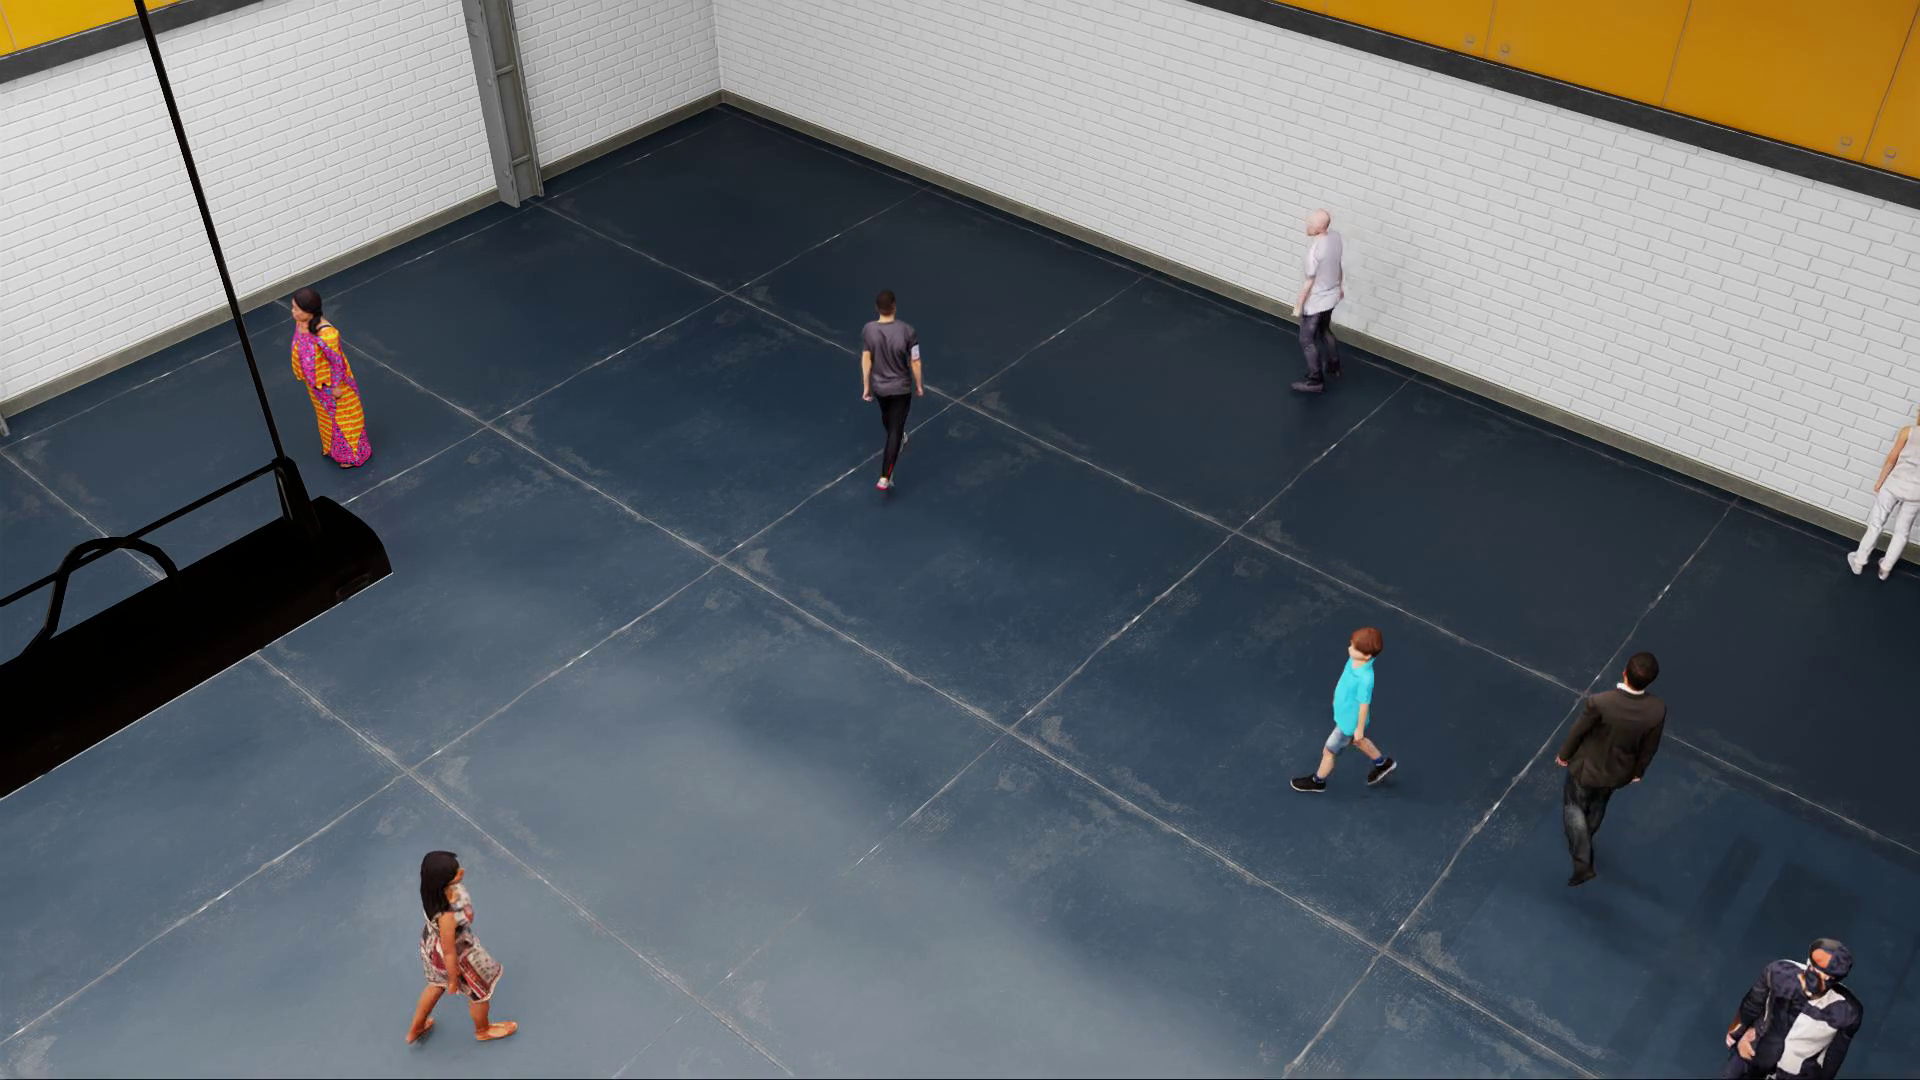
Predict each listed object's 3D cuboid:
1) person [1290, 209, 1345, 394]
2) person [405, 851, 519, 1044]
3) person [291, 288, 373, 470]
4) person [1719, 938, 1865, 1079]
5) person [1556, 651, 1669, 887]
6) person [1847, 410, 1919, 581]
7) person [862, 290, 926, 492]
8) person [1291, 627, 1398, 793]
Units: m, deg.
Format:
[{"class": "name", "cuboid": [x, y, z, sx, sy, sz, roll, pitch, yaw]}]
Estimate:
[{"class": "person", "cuboid": [3.256, -2.114, 14.806, 0.589, 1.798, 0.871, -26, 45, -29]}, {"class": "person", "cuboid": [-2.927, 2.330, 9.383, 0.978, 1.623, 0.854, -20, 43, -23]}, {"class": "person", "cuboid": [-5.340, -1.391, 13.991, 0.643, 1.685, 0.647, 30, 47, 32]}, {"class": "person", "cuboid": [4.323, 2.681, 8.739, 0.688, 1.879, 0.859, 26, 46, 29]}, {"class": "person", "cuboid": [4.022, 1.447, 10.357, 0.991, 1.787, 1.076, 1, 39, 2]}, {"class": "person", "cuboid": [7.275, -0.417, 12.783, 0.646, 1.672, 0.649, 12, 40, 15]}, {"class": "person", "cuboid": [-0.581, -1.207, 13.730, 0.980, 1.724, 1.271, 10, 40, 12]}, {"class": "person", "cuboid": [2.669, 1.144, 11.025, 0.936, 1.427, 0.937, 1, 39, 2]}]
